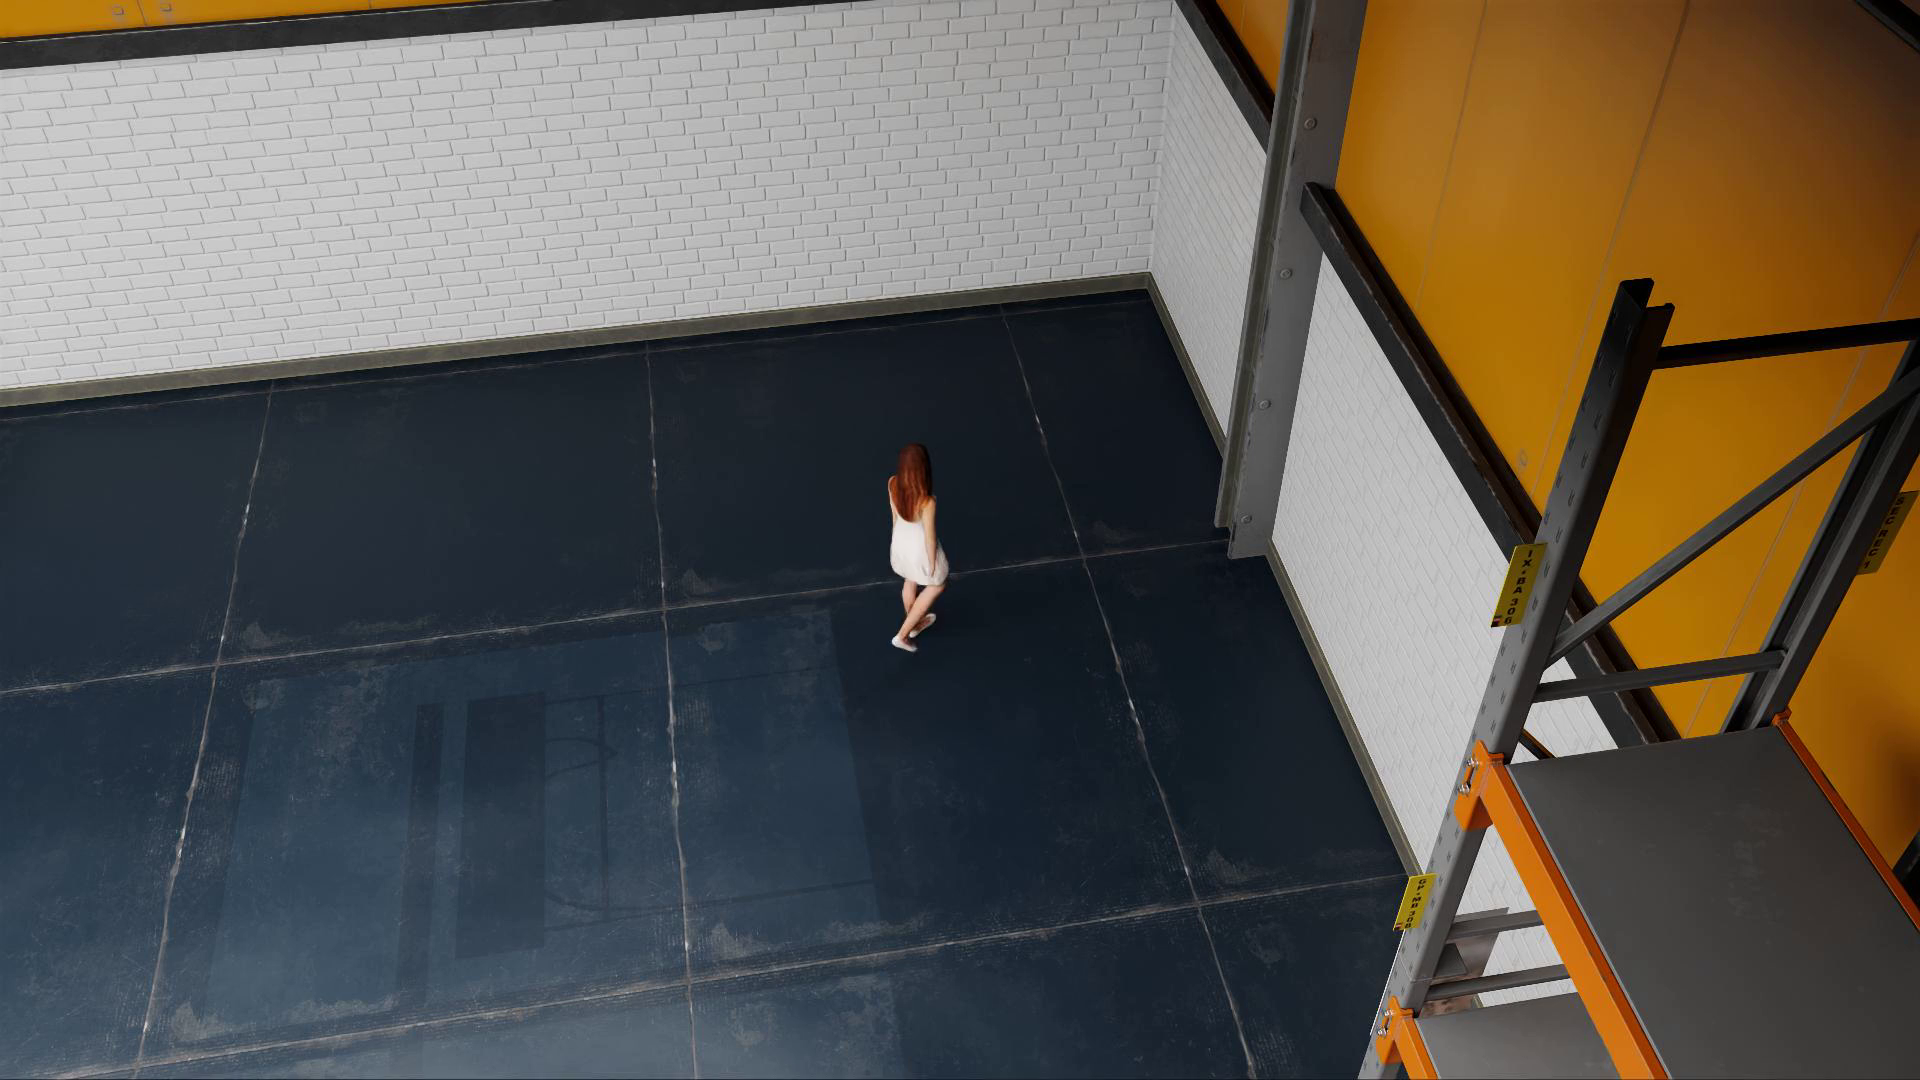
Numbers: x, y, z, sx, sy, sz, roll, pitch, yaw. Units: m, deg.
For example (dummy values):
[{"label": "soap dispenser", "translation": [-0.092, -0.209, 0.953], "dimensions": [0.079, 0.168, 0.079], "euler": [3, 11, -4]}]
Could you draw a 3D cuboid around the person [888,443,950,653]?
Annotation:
[{"label": "person", "translation": [-0.346, 0.095, 10.781], "dimensions": [0.822, 1.698, 0.867], "euler": [29, 51, 27]}]
